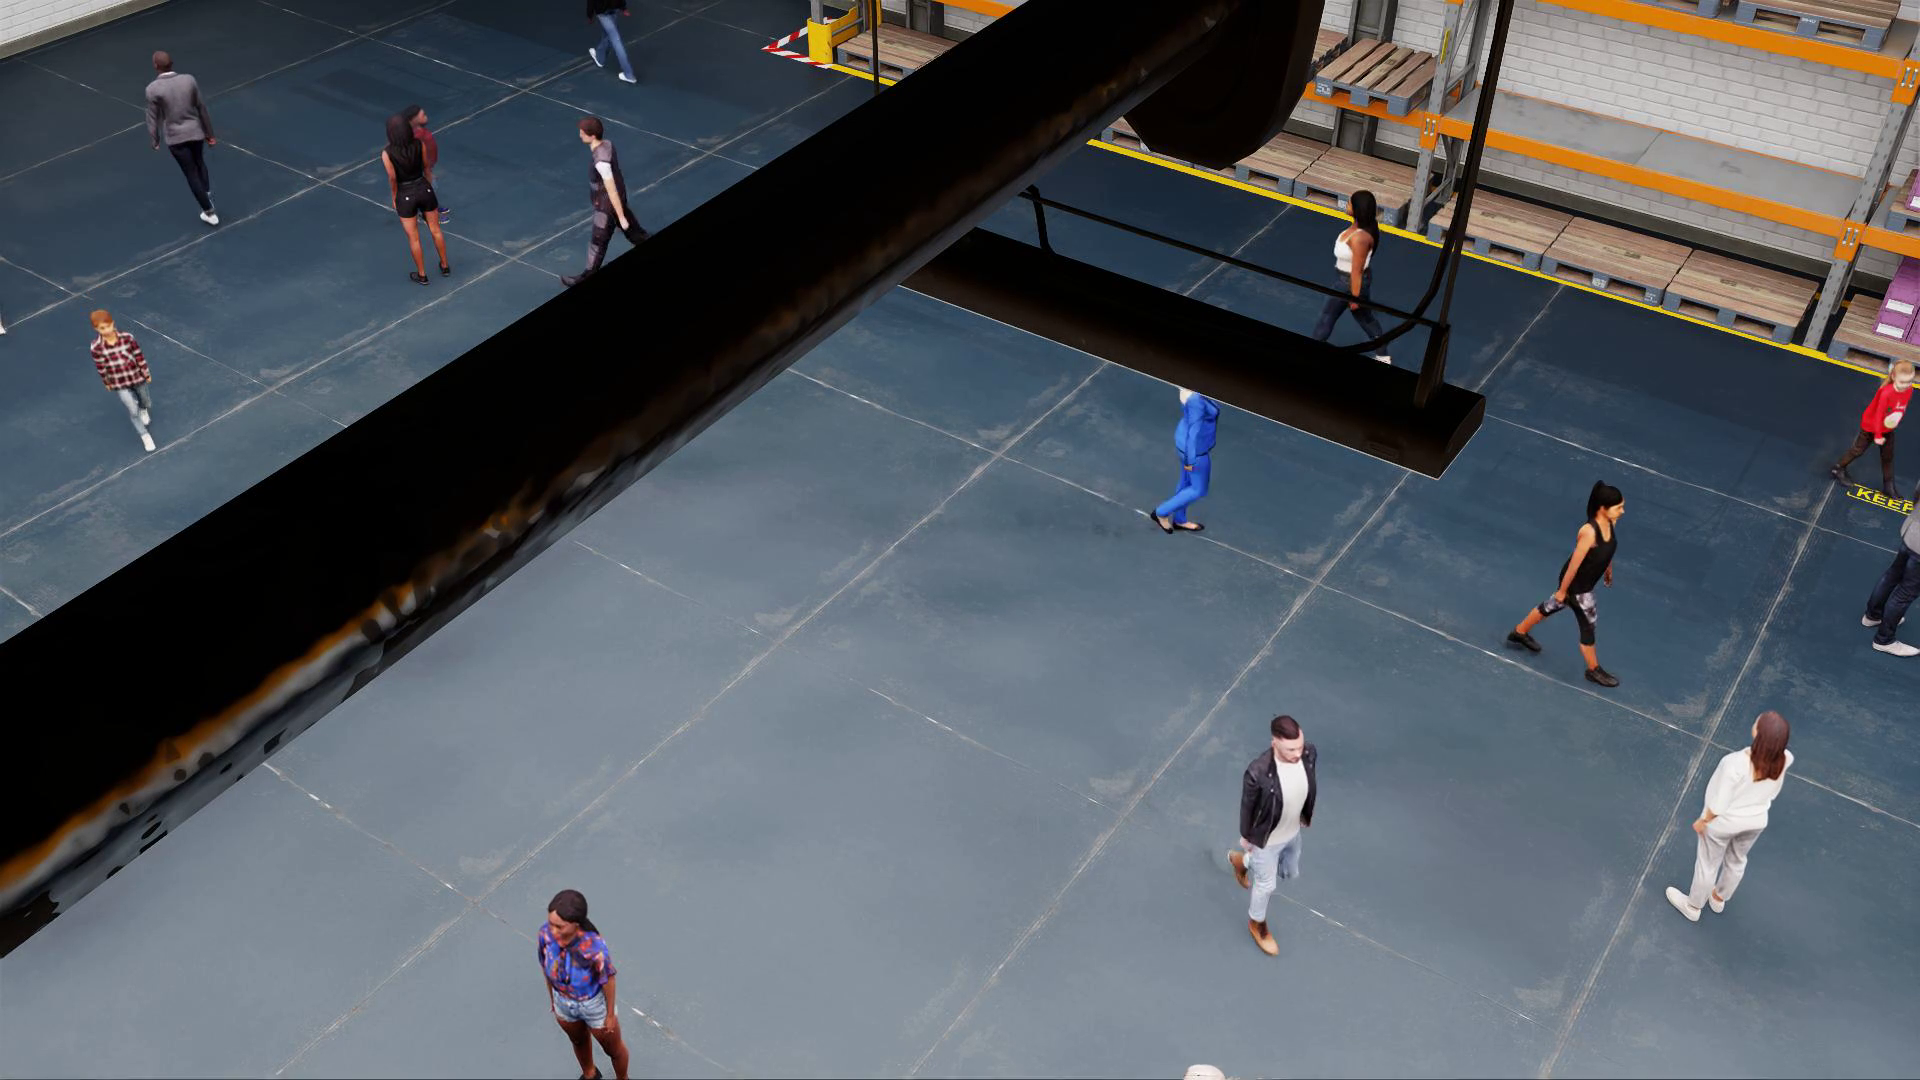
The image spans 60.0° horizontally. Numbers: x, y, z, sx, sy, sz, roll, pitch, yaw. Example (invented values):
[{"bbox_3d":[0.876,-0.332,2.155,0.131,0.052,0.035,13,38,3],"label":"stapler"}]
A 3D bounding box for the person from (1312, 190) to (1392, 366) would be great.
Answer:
[{"bbox_3d":[3.602,-2.250,14.841,1.265,1.759,0.851,14,41,17],"label":"person"}]

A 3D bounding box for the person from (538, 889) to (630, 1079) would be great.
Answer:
[{"bbox_3d":[-2.009,2.484,8.928,0.538,1.741,0.697,13,40,16],"label":"person"}]

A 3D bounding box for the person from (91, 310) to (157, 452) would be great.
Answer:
[{"bbox_3d":[-7.108,-1.409,14.160,0.702,1.295,0.871,-21,43,-24],"label":"person"}]

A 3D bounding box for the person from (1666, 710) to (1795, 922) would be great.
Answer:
[{"bbox_3d":[4.669,1.659,10.003,0.685,1.688,0.728,-10,40,-12],"label":"person"}]

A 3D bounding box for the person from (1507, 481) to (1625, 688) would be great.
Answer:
[{"bbox_3d":[4.324,0.260,11.811,1.073,1.617,0.615,25,45,28],"label":"person"}]

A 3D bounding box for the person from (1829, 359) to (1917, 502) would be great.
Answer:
[{"bbox_3d":[7.469,-0.943,13.614,0.786,1.247,0.906,-14,41,-17],"label":"person"}]

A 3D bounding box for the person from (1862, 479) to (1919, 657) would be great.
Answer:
[{"bbox_3d":[6.949,-0.016,11.953,0.745,1.872,0.775,7,39,8],"label":"person"}]

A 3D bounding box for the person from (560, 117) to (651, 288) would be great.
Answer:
[{"bbox_3d":[-3.247,-3.193,16.003,1.345,1.782,1.219,-2,39,-2],"label":"person"}]

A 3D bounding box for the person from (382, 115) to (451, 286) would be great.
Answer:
[{"bbox_3d":[-5.313,-3.330,16.208,0.641,1.741,0.597,-29,47,-31],"label":"person"}]

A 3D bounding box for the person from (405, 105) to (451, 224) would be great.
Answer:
[{"bbox_3d":[-5.595,-3.928,17.347,0.653,1.254,0.584,-9,39,-11],"label":"person"}]

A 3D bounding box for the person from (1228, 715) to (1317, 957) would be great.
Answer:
[{"bbox_3d":[1.825,1.667,9.887,0.863,1.819,0.986,-20,43,-24],"label":"person"}]

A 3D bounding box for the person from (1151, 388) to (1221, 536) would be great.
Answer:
[{"bbox_3d":[1.721,-0.732,12.995,0.847,1.691,0.788,1,39,1],"label":"person"}]

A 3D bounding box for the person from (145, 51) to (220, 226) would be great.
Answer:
[{"bbox_3d":[-7.944,-4.102,17.136,1.001,1.790,0.848,31,48,33],"label":"person"}]

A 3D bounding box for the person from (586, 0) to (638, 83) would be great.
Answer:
[{"bbox_3d":[-4.178,-6.333,19.999,1.147,1.703,0.699,29,47,31],"label":"person"}]
